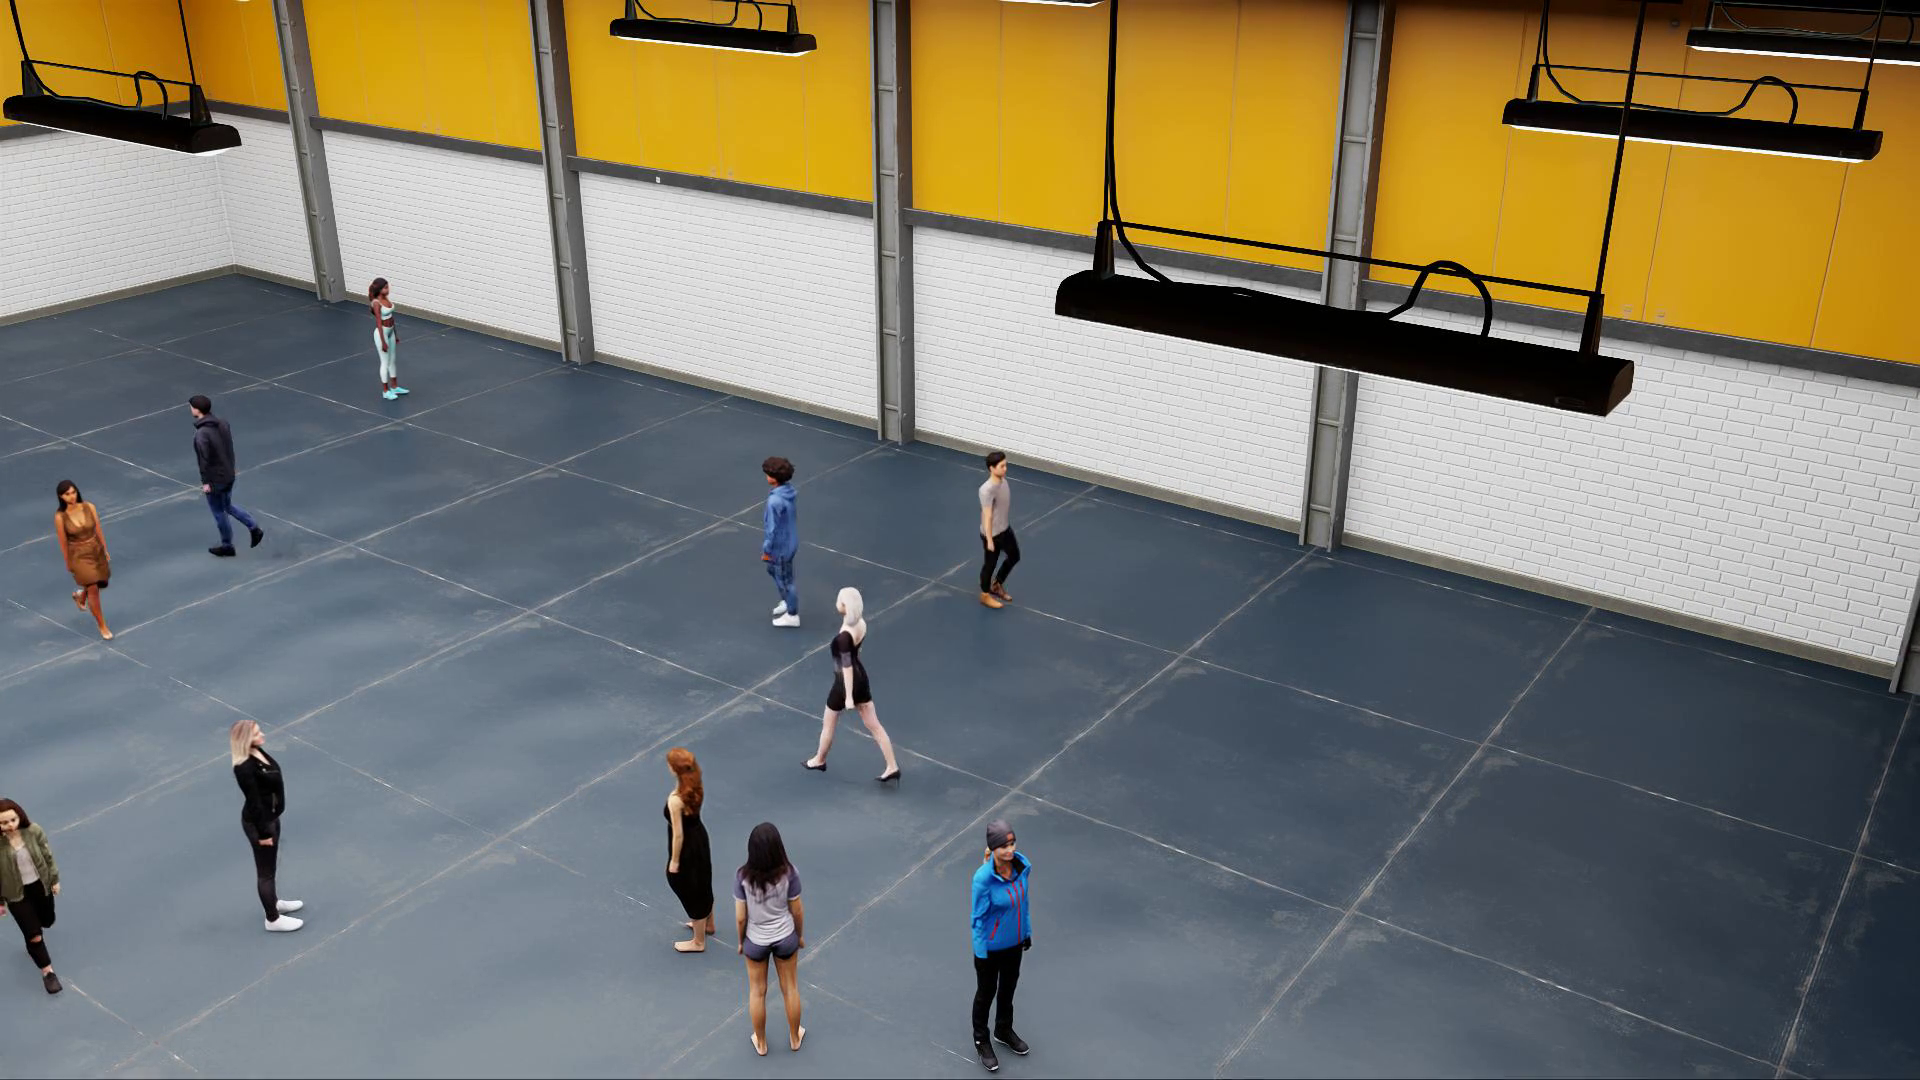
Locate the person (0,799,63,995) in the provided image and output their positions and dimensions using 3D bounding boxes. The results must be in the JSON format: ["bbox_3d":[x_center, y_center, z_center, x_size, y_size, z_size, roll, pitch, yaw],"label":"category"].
[{"bbox_3d":[-6.508,2.414,11.566,0.958,1.454,0.675,21,31,39],"label":"person"}]

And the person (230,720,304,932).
[{"bbox_3d":[-5.086,2.058,12.093,0.750,1.685,0.670,-7,24,-15],"label":"person"}]

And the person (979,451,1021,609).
[{"bbox_3d":[0.300,-0.120,17.044,0.625,1.711,0.643,13,27,27],"label":"person"}]

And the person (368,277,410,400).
[{"bbox_3d":[-8.027,-2.830,23.226,0.665,1.724,0.648,3,24,8],"label":"person"}]

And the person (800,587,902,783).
[{"bbox_3d":[-0.809,1.255,13.810,1.205,1.781,0.793,8,25,19],"label":"person"}]

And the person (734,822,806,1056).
[{"bbox_3d":[-1.236,2.588,10.819,0.647,1.733,0.706,-4,24,-9],"label":"person"}]

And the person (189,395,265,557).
[{"bbox_3d":[-7.994,-0.681,18.115,1.029,1.880,0.912,3,24,7],"label":"person"}]

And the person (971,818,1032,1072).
[{"bbox_3d":[0.255,2.587,10.743,0.675,1.797,0.623,-17,29,-34],"label":"person"}]

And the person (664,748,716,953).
[{"bbox_3d":[-1.920,2.198,11.846,0.654,1.625,0.634,7,25,15],"label":"person"}]

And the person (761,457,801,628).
[{"bbox_3d":[-1.694,0.036,16.582,0.785,1.795,0.785,4,24,9],"label":"person"}]

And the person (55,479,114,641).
[{"bbox_3d":[-8.664,0.175,16.426,0.903,1.664,0.568,15,28,31],"label":"person"}]
